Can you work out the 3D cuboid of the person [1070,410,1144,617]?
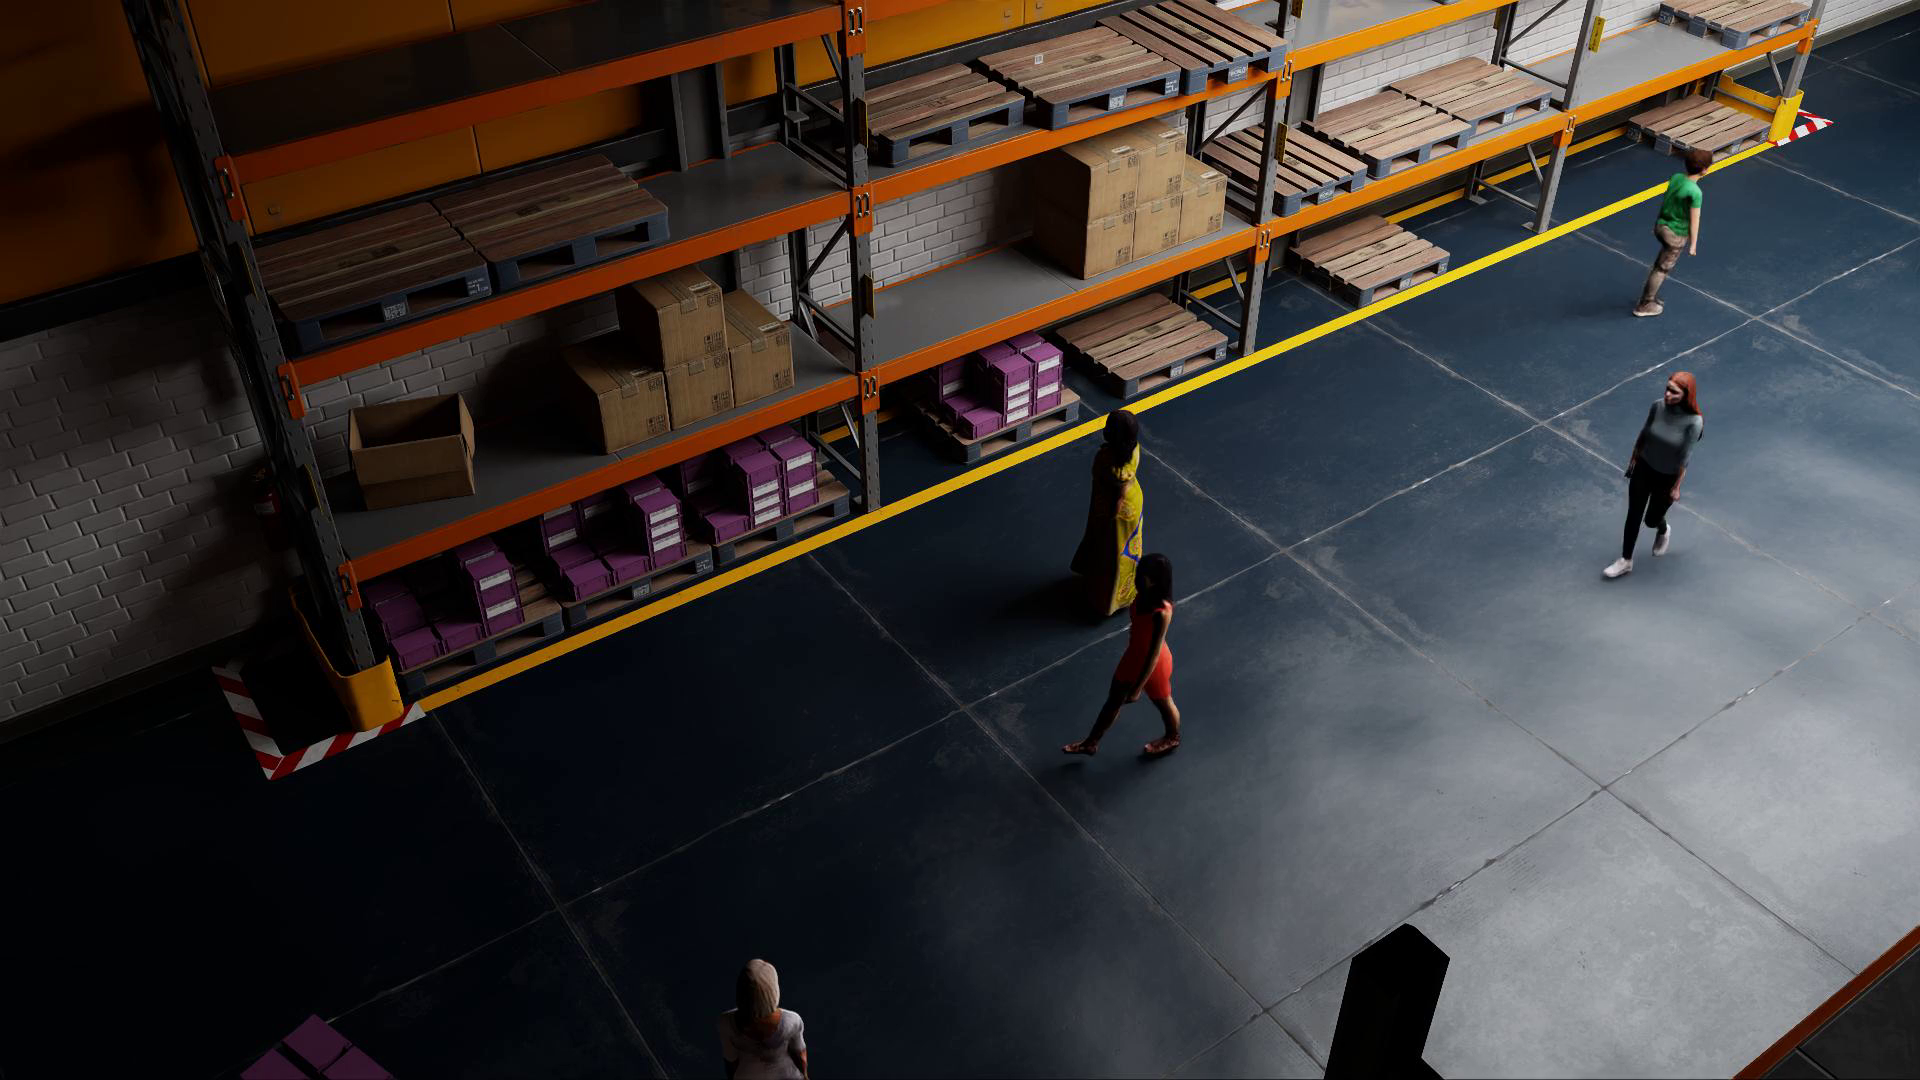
[{"bbox_3d":[1.112,-0.238,11.842,1.047,1.660,1.001,4,39,5],"label":"person"}]

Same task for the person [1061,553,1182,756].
[{"bbox_3d":[1.282,0.773,10.561,1.105,1.679,0.774,-14,41,-16],"label":"person"}]

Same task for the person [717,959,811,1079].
[{"bbox_3d":[-0.937,2.652,8.150,0.601,1.751,0.701,-2,39,-2],"label":"person"}]

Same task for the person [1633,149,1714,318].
[{"bbox_3d":[6.349,-2.749,15.000,0.721,1.643,0.704,-7,39,-9],"label":"person"}]

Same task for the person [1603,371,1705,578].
[{"bbox_3d":[5.116,-0.481,12.086,0.823,1.735,0.596,-23,44,-26],"label":"person"}]
